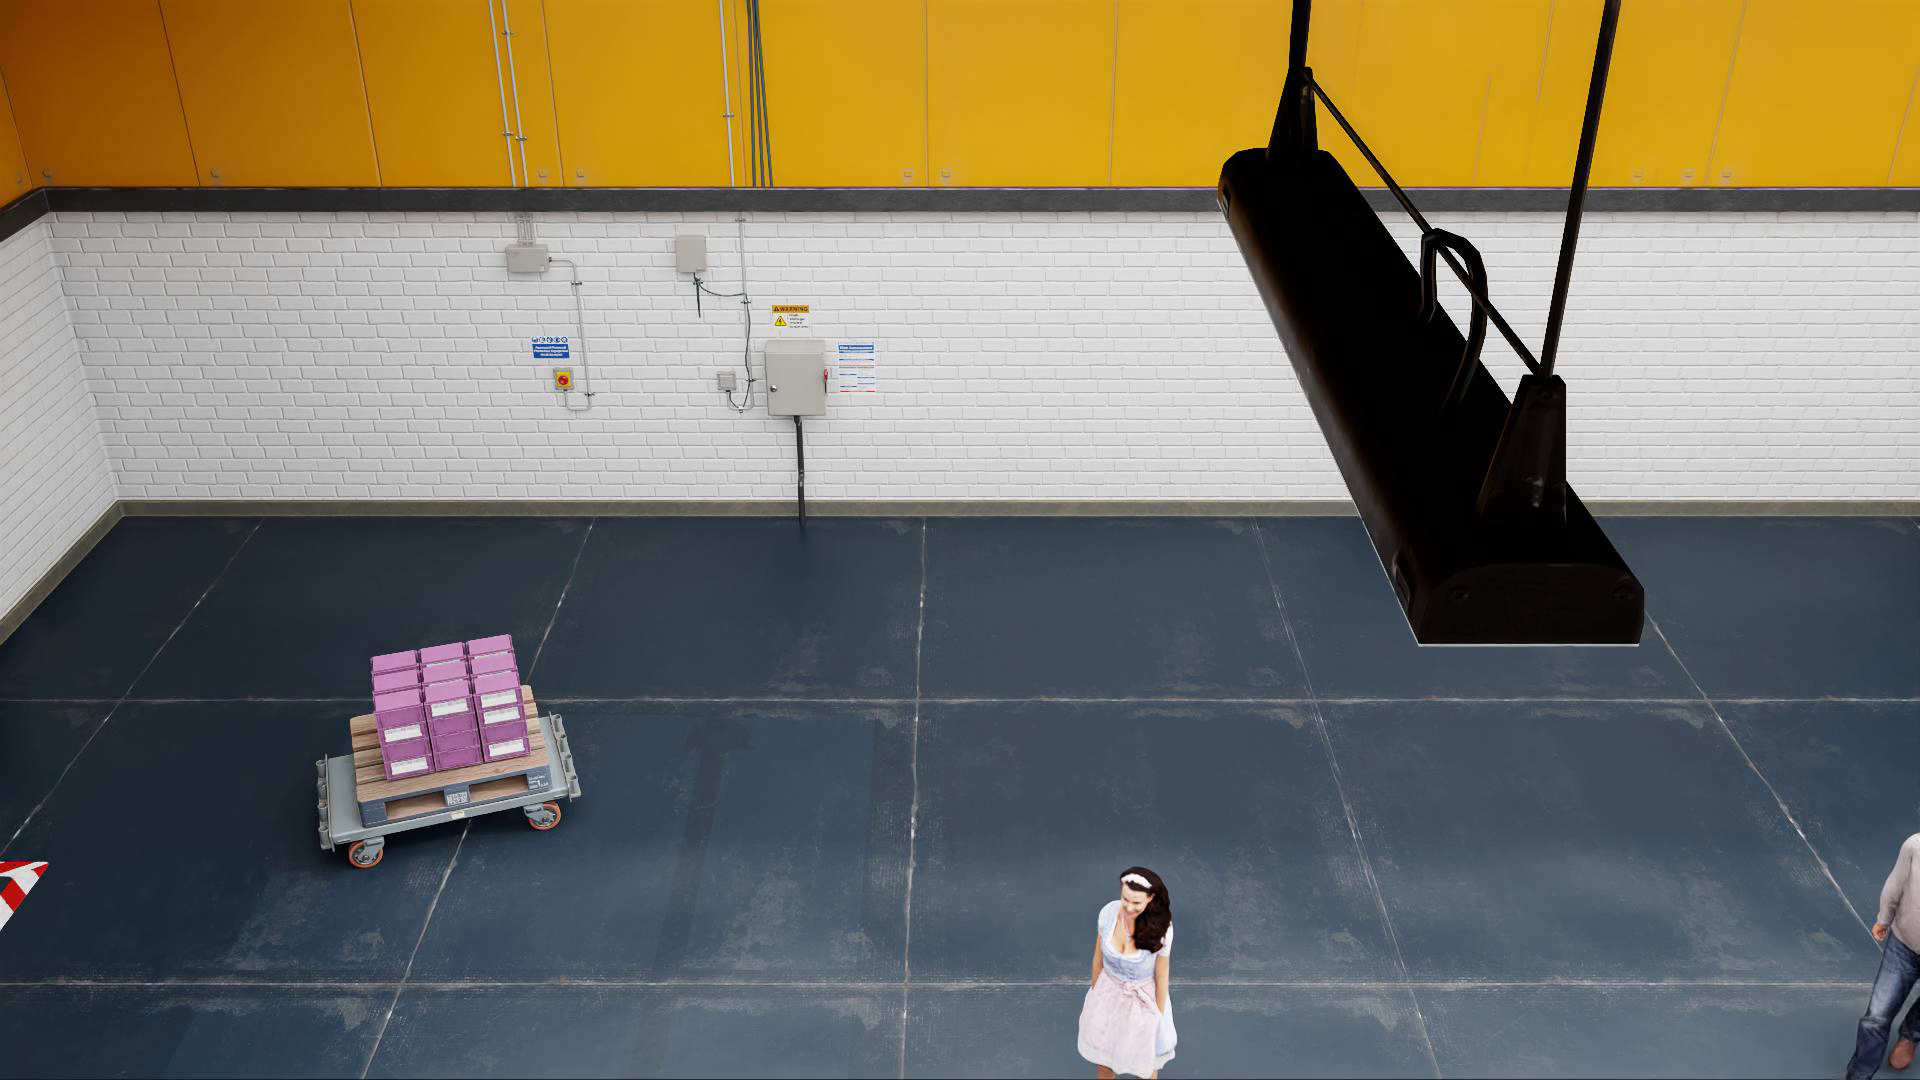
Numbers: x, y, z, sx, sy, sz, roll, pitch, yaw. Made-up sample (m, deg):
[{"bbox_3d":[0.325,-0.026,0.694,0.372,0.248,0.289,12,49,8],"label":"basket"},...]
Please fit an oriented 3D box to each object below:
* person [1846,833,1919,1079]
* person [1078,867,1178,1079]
[{"bbox_3d":[5.199,2.149,8.858,1.234,1.859,1.300,24,37,37],"label":"person"},{"bbox_3d":[0.862,2.377,8.489,0.845,1.812,0.883,14,32,24],"label":"person"}]
